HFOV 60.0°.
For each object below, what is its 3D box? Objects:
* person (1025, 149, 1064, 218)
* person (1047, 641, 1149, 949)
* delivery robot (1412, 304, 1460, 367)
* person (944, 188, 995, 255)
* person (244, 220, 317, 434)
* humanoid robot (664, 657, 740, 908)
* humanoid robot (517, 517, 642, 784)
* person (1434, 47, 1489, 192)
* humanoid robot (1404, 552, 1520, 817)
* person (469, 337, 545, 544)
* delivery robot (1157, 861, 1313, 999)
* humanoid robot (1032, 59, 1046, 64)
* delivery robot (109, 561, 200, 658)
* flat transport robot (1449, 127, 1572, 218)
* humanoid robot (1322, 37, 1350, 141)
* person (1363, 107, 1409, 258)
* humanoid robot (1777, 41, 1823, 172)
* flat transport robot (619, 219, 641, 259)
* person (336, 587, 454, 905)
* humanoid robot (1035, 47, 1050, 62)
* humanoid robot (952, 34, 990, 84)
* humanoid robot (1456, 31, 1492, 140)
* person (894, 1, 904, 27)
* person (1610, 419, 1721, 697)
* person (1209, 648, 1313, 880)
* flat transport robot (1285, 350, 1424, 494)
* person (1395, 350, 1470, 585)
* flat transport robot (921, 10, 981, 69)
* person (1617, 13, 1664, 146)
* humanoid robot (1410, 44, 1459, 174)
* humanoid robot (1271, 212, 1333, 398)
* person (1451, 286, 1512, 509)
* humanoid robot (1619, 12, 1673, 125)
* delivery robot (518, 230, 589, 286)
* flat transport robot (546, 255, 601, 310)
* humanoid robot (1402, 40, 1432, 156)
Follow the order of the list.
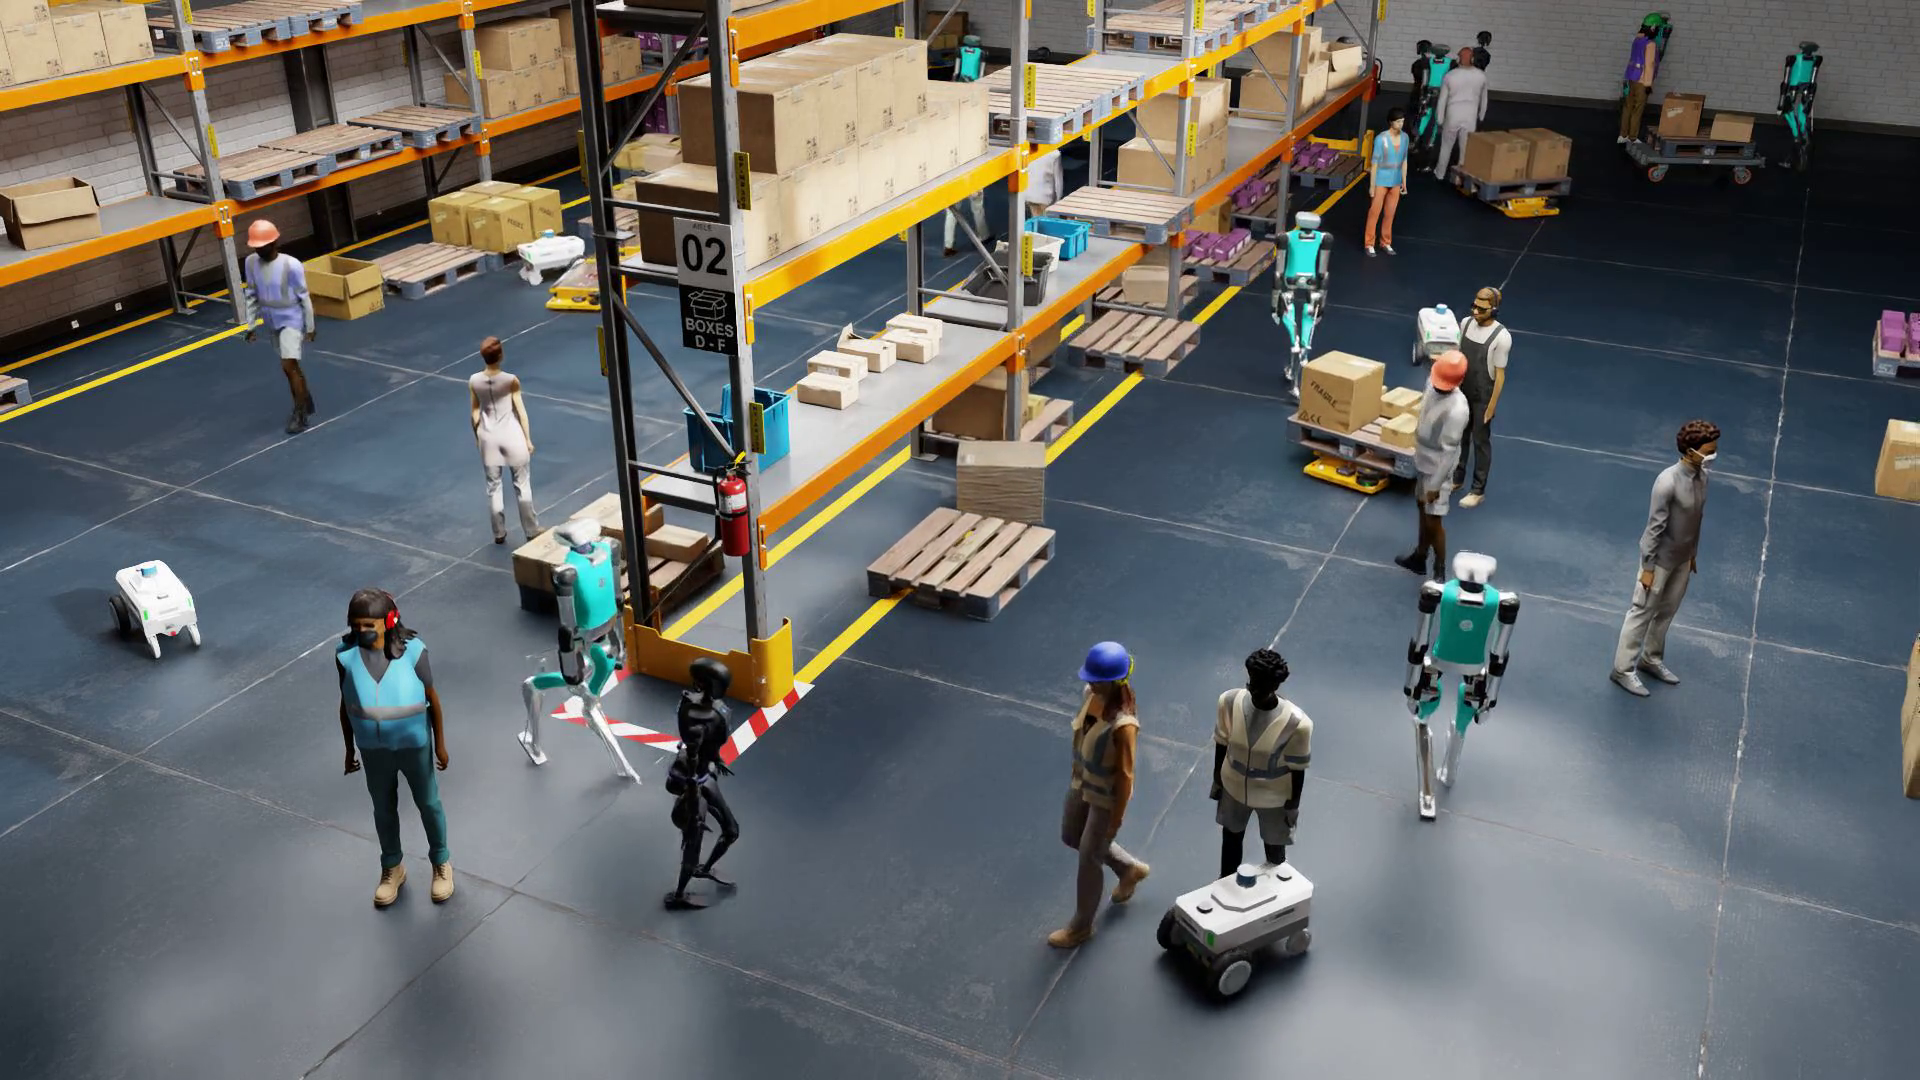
[{"bbox_3d":[0.920,-3.977,19.155,0.574,1.735,0.526,17,31,31],"label":"person"},{"bbox_3d":[0.727,1.270,8.522,0.613,1.759,0.511,-11,28,-21],"label":"person"},{"bbox_3d":[4.770,-2.037,16.588,0.499,0.610,0.814,4,27,7],"label":"delivery robot"},{"bbox_3d":[0.083,-4.328,19.788,0.573,1.823,1.003,15,30,28],"label":"person"},{"bbox_3d":[-6.074,-1.893,14.760,0.570,1.909,0.776,8,28,16],"label":"person"},{"bbox_3d":[-1.365,1.267,8.649,0.498,1.625,0.633,3,26,5],"label":"humanoid robot"},{"bbox_3d":[-2.378,0.644,9.888,1.021,1.791,0.530,13,29,25],"label":"humanoid robot"},{"bbox_3d":[6.777,-5.725,22.547,0.678,1.862,0.883,4,27,7],"label":"person"},{"bbox_3d":[2.819,0.828,9.575,0.543,1.892,0.769,6,27,12],"label":"humanoid robot"},{"bbox_3d":[-3.500,-0.754,12.728,0.443,1.660,0.287,2,26,3],"label":"person"},{"bbox_3d":[1.449,1.928,8.539,0.759,0.575,0.499,-14,30,-27],"label":"delivery robot"},{"bbox_3d":[1.047,-5.784,22.912,0.679,1.632,0.601,-22,34,-37],"label":"humanoid robot"},{"bbox_3d":[-5.603,0.433,11.590,0.499,0.603,0.794,-20,32,-34],"label":"delivery robot"},{"bbox_3d":[7.223,-4.533,21.935,0.659,0.231,1.431,-6,27,-12],"label":"flat transport robot"},{"bbox_3d":[5.540,-6.547,24.424,0.616,1.637,0.608,13,29,24],"label":"humanoid robot"},{"bbox_3d":[5.044,-4.217,19.621,0.487,1.759,0.312,-9,28,-18],"label":"person"},{"bbox_3d":[11.815,-5.975,23.318,0.543,1.903,0.718,-4,27,-8],"label":"humanoid robot"},{"bbox_3d":[-3.697,-3.570,19.990,0.659,0.231,1.431,-1,26,-2],"label":"flat transport robot"},{"bbox_3d":[-2.982,1.083,8.790,0.540,1.864,0.372,-3,26,-5],"label":"person"},{"bbox_3d":[1.171,-6.216,23.793,0.721,1.638,0.589,-11,29,-22],"label":"humanoid robot"},{"bbox_3d":[-0.003,-6.248,23.792,0.572,1.809,0.927,13,29,24],"label":"humanoid robot"},{"bbox_3d":[7.797,-6.823,25.014,0.763,1.628,0.600,0,26,1],"label":"humanoid robot"},{"bbox_3d":[-1.005,-9.408,30.038,0.364,1.825,0.509,4,27,8],"label":"person"},{"bbox_3d":[4.569,0.097,10.758,0.543,1.892,0.397,-16,31,-30],"label":"person"},{"bbox_3d":[1.530,1.291,8.569,0.531,1.691,0.322,16,31,30],"label":"person"},{"bbox_3d":[3.621,-0.769,14.331,0.659,0.231,1.431,22,34,37],"label":"flat transport robot"},{"bbox_3d":[3.420,-0.543,12.065,0.359,1.888,0.675,-2,26,-4],"label":"person"},{"bbox_3d":[-0.372,-8.822,30.599,1.431,0.231,0.659,-12,29,-22],"label":"flat transport robot"},{"bbox_3d":[10.101,-6.828,24.697,0.401,1.930,0.544,-3,26,-6],"label":"person"},{"bbox_3d":[6.517,-5.930,23.100,0.550,1.791,0.699,20,33,34],"label":"humanoid robot"},{"bbox_3d":[3.185,-2.112,15.416,0.533,1.728,1.043,-2,26,-3],"label":"humanoid robot"},{"bbox_3d":[4.135,-1.157,13.352,0.339,1.838,0.502,-14,29,-25],"label":"person"},{"bbox_3d":[10.529,-7.230,25.808,0.769,1.858,0.540,4,27,7],"label":"humanoid robot"},{"bbox_3d":[-4.640,-3.239,19.020,0.815,0.614,0.499,-17,31,-31],"label":"delivery robot"},{"bbox_3d":[-4.078,-2.869,18.573,0.659,0.231,1.431,3,26,6],"label":"flat transport robot"},{"bbox_3d":[6.654,-6.427,24.169,0.333,1.644,0.599,15,30,27],"label":"humanoid robot"}]
